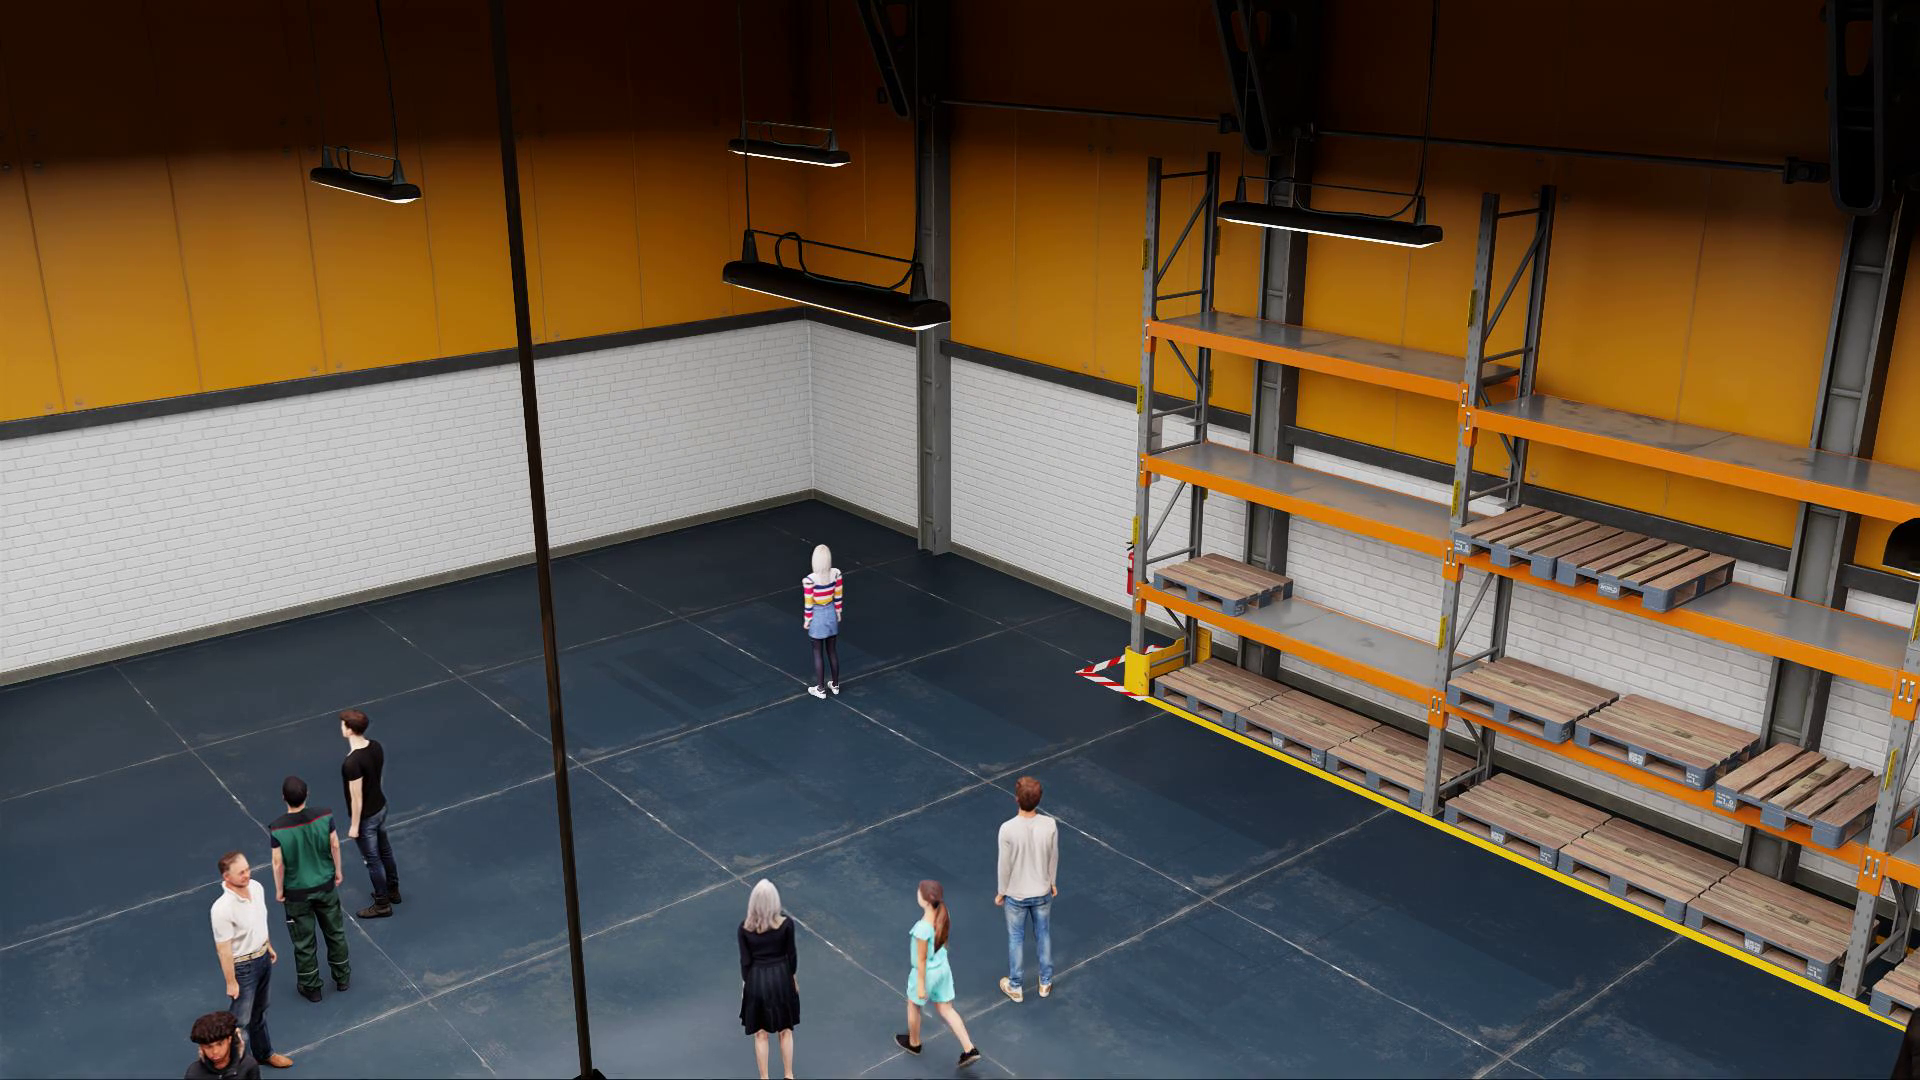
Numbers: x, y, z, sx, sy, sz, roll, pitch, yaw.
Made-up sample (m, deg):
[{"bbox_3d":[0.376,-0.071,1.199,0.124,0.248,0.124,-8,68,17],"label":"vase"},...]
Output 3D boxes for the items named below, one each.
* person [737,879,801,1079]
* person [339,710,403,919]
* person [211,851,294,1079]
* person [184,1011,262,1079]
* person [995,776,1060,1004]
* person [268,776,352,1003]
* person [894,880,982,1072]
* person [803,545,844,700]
[{"bbox_3d":[-1.370,3.223,11.961,0.692,1.747,0.714,-3,19,-10],"label":"person"},{"bbox_3d":[-5.094,2.346,14.331,0.797,1.894,0.744,2,19,6],"label":"person"},{"bbox_3d":[-5.230,3.097,12.165,0.770,1.854,0.753,5,19,14],"label":"person"},{"bbox_3d":[-4.564,3.732,10.394,0.657,1.781,0.653,-11,21,-29],"label":"person"},{"bbox_3d":[0.539,2.753,13.107,0.755,1.905,0.754,-4,19,-11],"label":"person"},{"bbox_3d":[-5.149,2.738,13.160,0.666,1.900,0.570,-14,23,-35],"label":"person"},{"bbox_3d":[-0.156,3.221,12.295,1.050,1.536,0.656,15,24,38],"label":"person"},{"bbox_3d":[-1.537,0.900,18.760,0.662,1.809,0.530,-13,23,-34],"label":"person"}]
